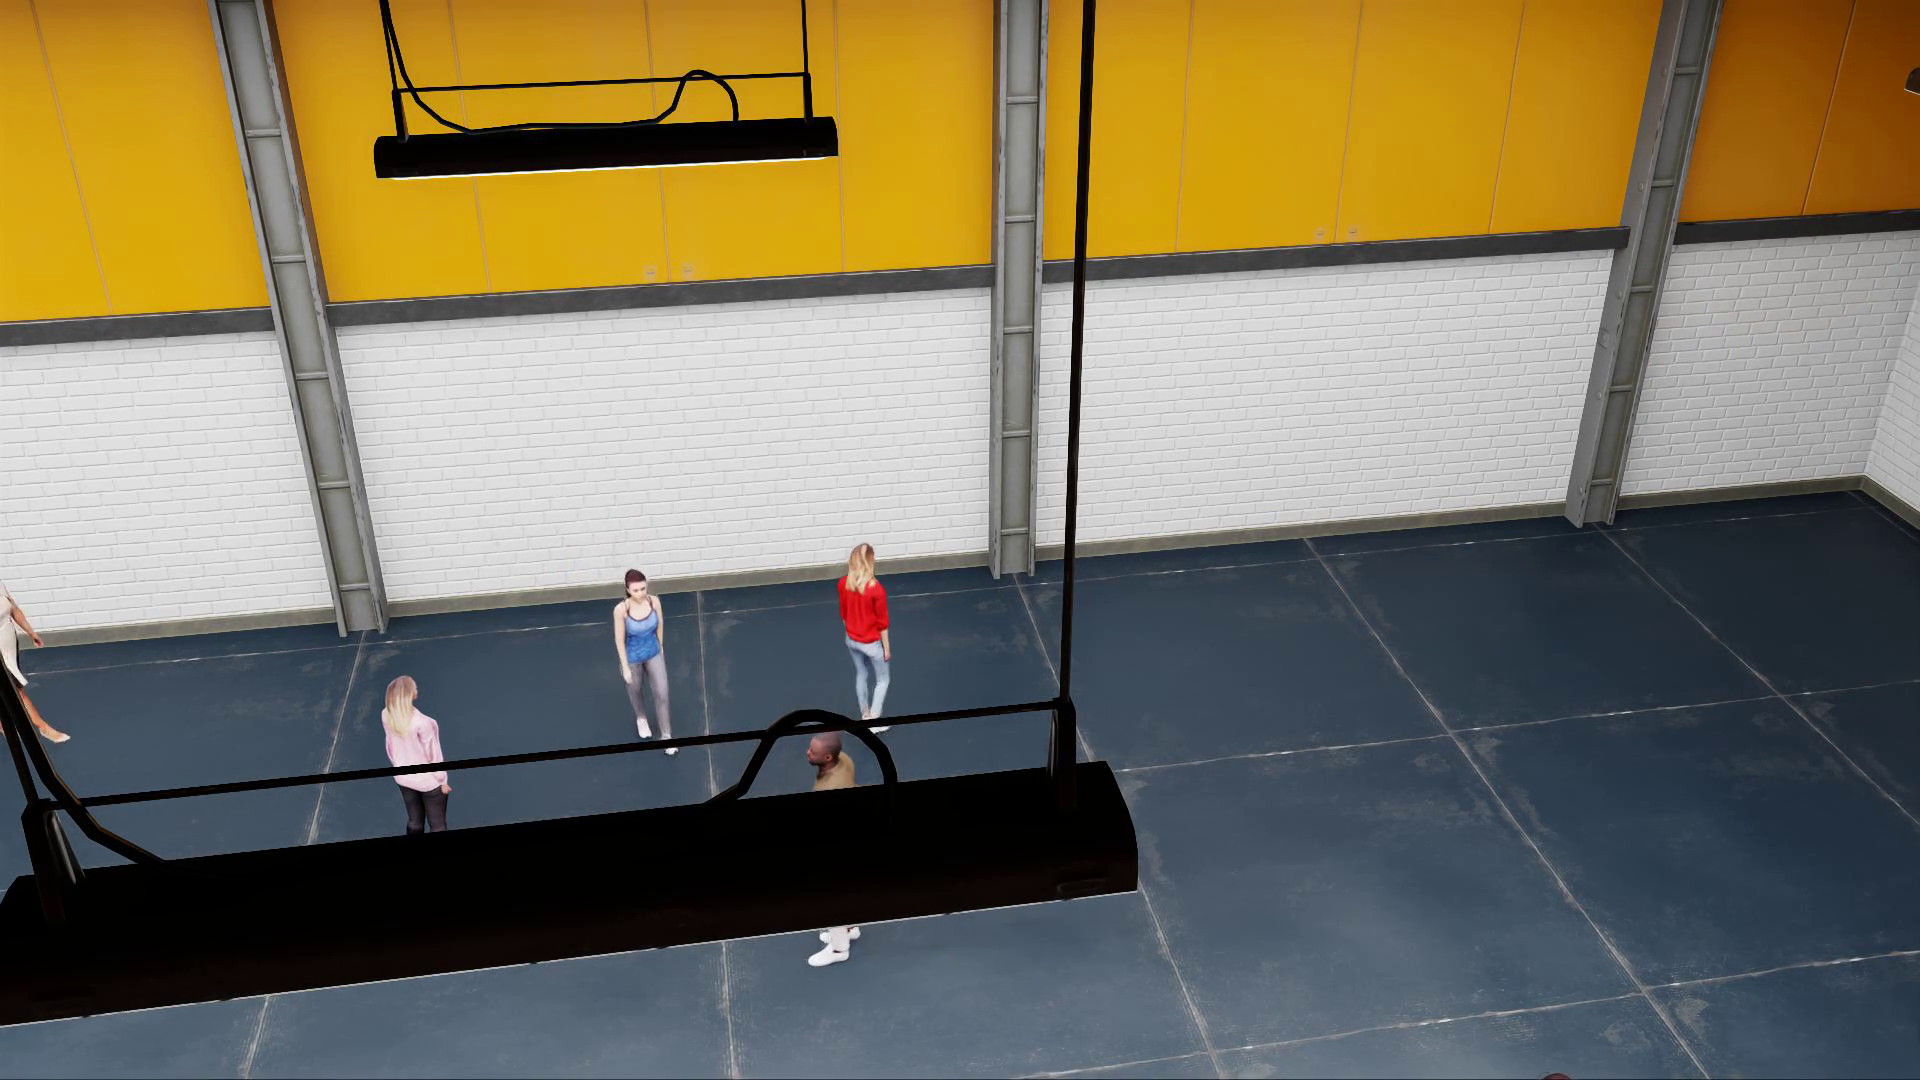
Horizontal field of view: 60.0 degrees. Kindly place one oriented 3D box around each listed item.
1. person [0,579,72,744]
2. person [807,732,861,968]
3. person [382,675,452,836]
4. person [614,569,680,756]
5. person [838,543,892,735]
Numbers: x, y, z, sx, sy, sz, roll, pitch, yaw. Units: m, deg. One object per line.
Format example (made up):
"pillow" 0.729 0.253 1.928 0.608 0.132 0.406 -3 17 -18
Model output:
"person" -7.697 0.874 13.157 1.046 1.721 0.827 3 29 5
"person" -0.806 1.989 11.007 0.646 1.824 0.752 -2 29 -4
"person" -3.813 1.676 11.723 0.662 1.688 0.749 14 31 23
"person" -2.563 0.907 13.244 0.874 1.582 0.777 -13 31 -22
"person" -0.781 0.824 13.271 0.745 1.700 0.819 16 32 26
